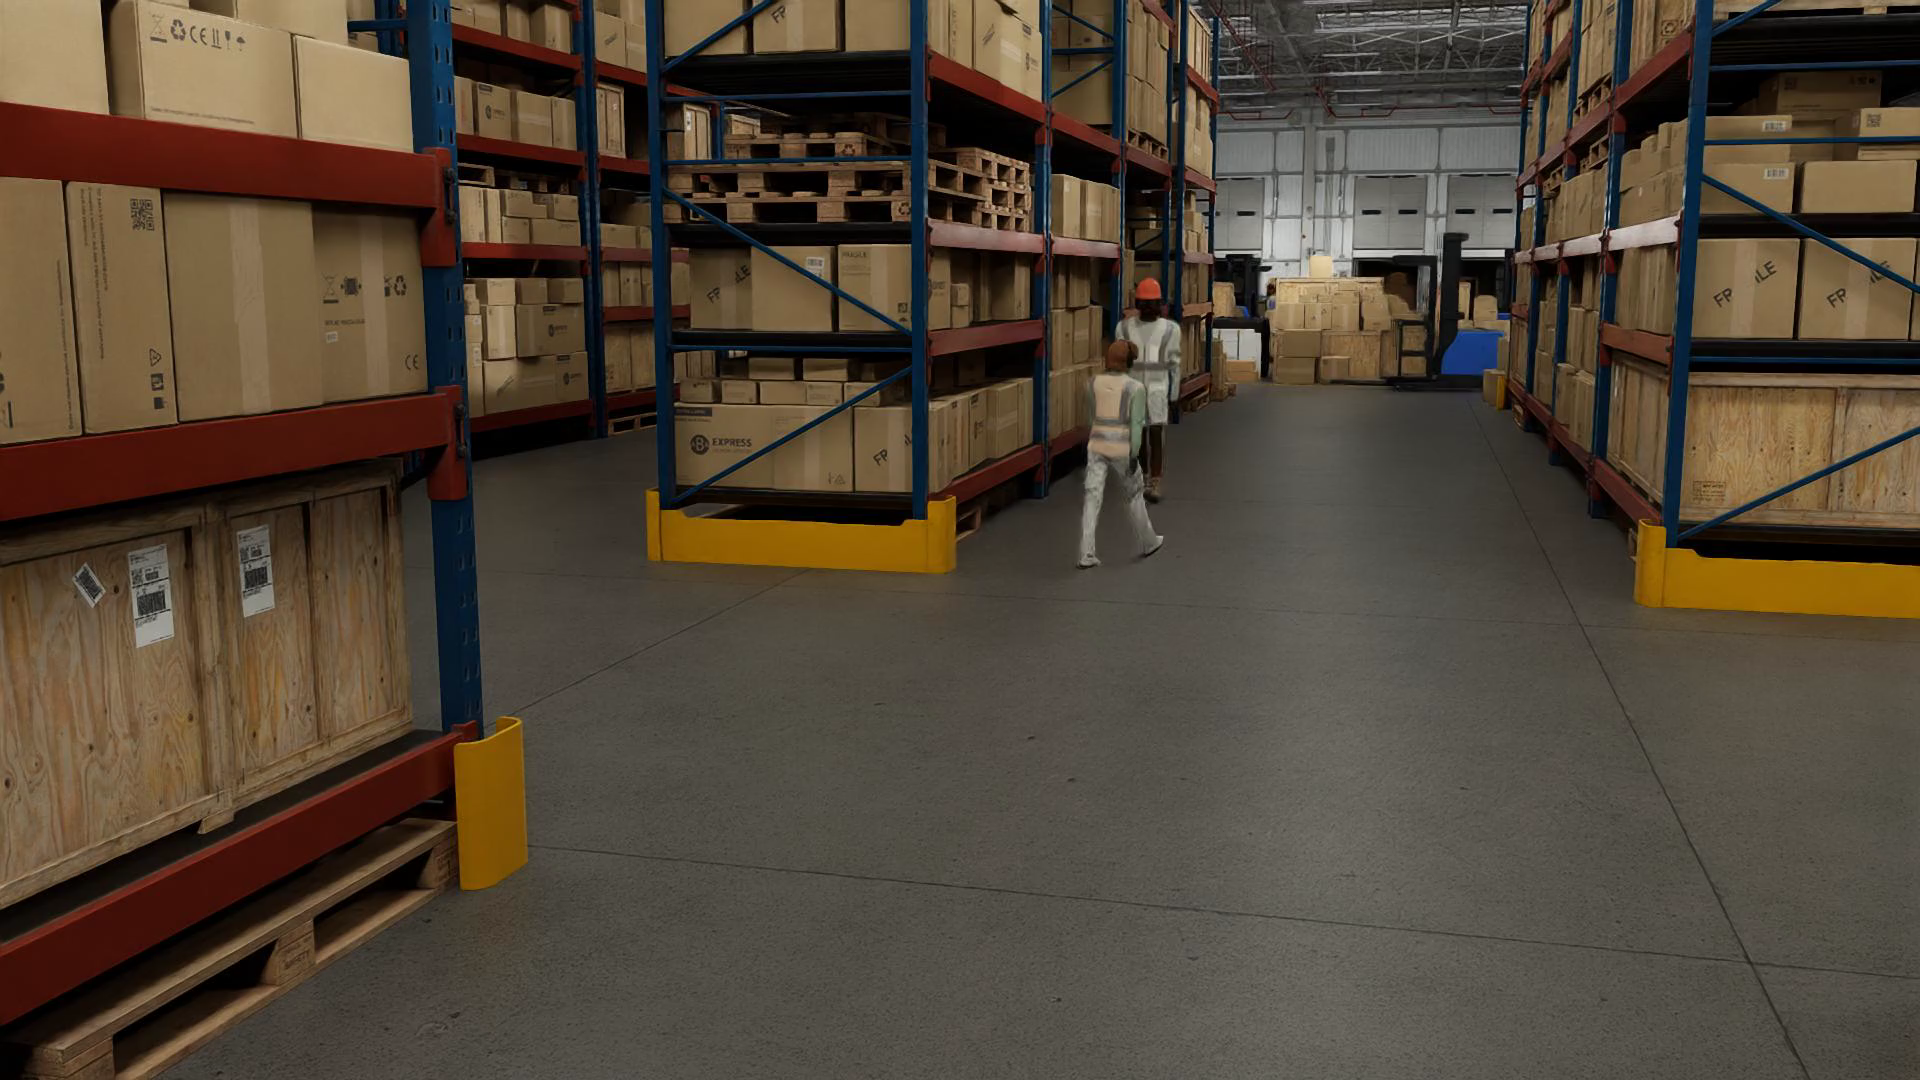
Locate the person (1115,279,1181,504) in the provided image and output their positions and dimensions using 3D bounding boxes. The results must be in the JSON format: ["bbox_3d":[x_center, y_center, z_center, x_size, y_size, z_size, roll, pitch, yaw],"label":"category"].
[{"bbox_3d":[1.669,-1.339,15.034,0.609,2.000,1.017,3,9,16],"label":"person"}]

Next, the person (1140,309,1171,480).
[{"bbox_3d":[1.873,-1.499,16.738,0.638,1.794,0.957,1,9,8],"label":"person"}]

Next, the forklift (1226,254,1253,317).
[{"bbox_3d":[9.270,-8.127,55.406,1.873,2.768,1.129,-7,11,-38],"label":"forklift"}]

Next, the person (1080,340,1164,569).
[{"bbox_3d":[1.123,-0.613,11.777,0.513,1.583,0.896,6,11,35],"label":"person"}]

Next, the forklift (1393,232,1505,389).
[{"bbox_3d":[8.814,-4.109,29.877,1.873,2.768,1.129,2,9,15],"label":"forklift"}]

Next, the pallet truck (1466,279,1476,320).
[{"bbox_3d":[18.896,-8.459,60.307,1.885,1.965,0.823,5,10,31],"label":"pallet truck"}]

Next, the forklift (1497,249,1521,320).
[{"bbox_3d":[15.282,-6.531,45.267,1.129,2.768,1.873,5,10,29],"label":"forklift"}]

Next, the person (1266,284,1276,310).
[{"bbox_3d":[8.073,-5.641,42.769,0.852,1.890,0.603,2,9,14],"label":"person"}]
